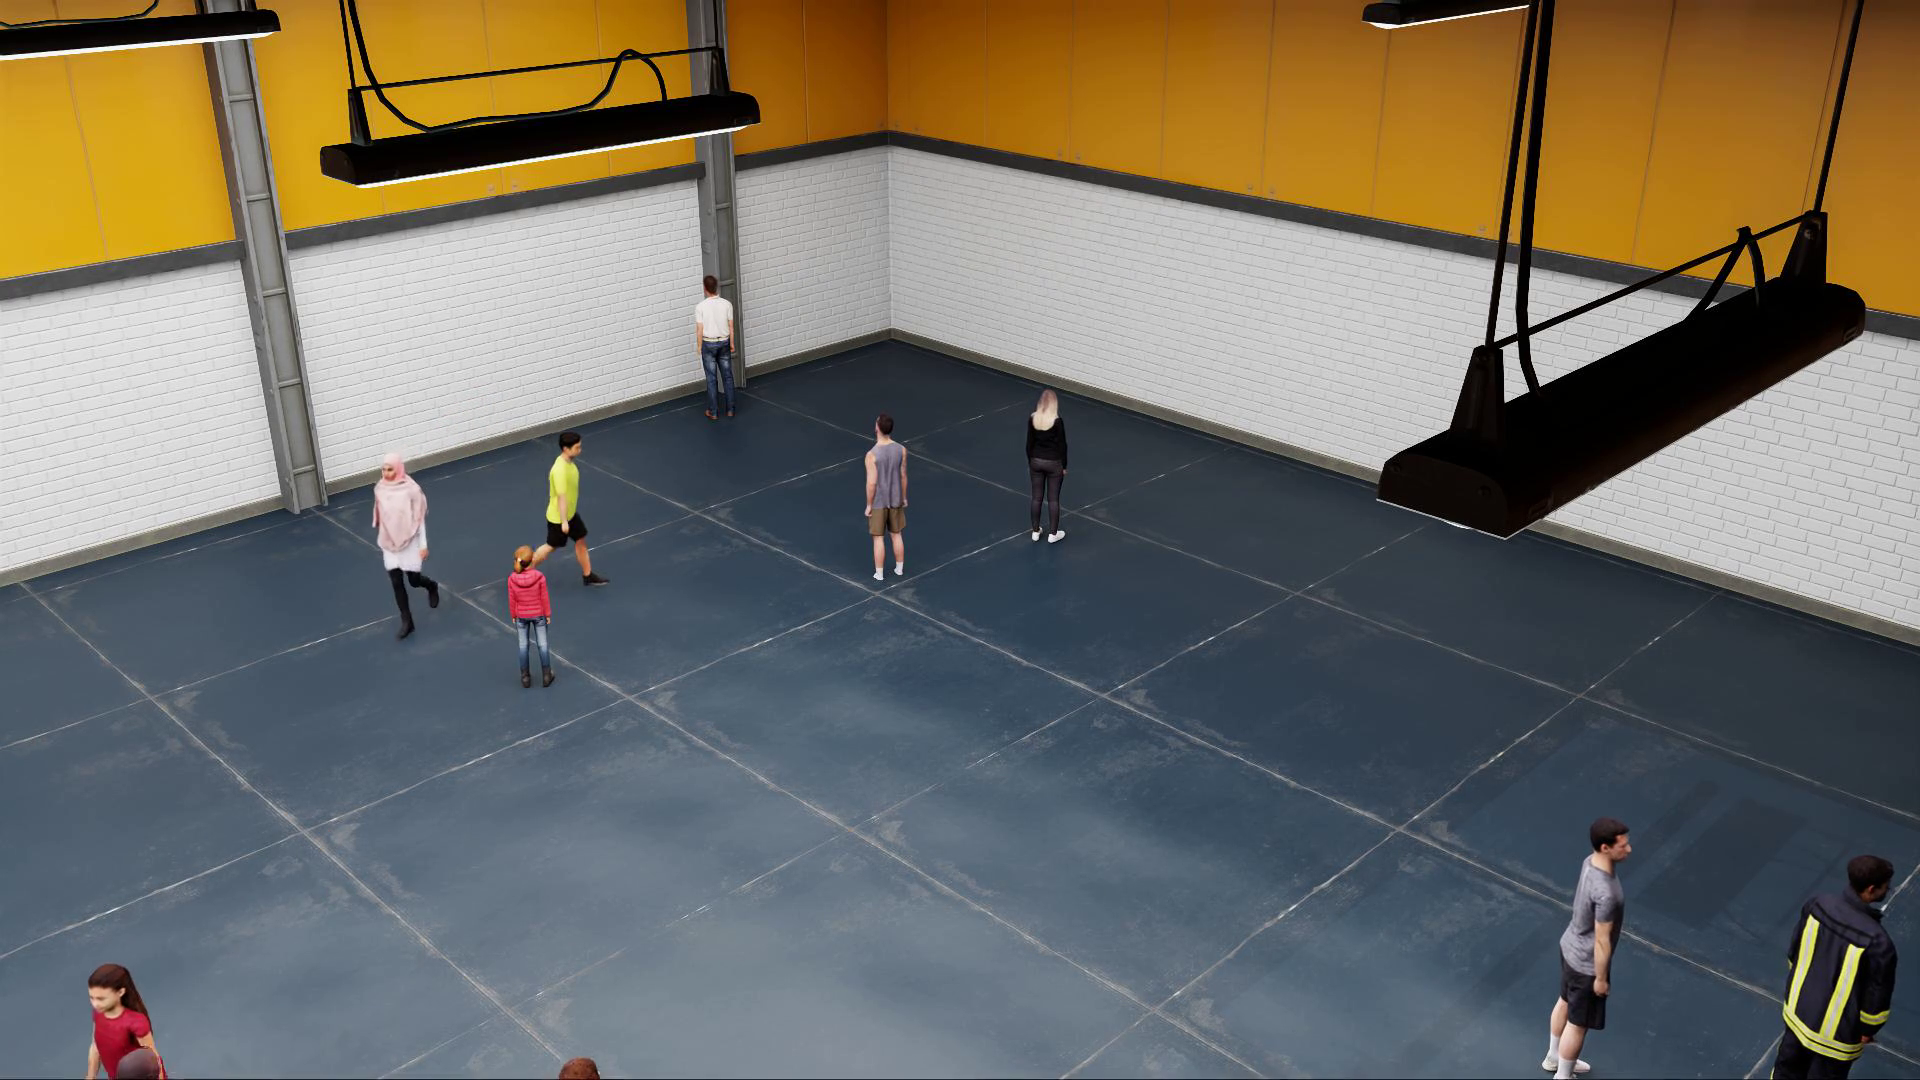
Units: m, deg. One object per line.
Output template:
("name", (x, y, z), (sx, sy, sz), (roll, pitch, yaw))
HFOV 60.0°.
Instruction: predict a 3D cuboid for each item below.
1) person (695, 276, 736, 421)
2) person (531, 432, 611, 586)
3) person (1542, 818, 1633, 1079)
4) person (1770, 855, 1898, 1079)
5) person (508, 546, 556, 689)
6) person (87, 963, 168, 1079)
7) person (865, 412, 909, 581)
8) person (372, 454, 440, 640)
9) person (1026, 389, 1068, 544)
("person", (-3.120, -2.473, 21.288), (0.631, 1.854, 0.796), (-11, 26, -23))
("person", (-4.034, -0.265, 16.494), (1.172, 1.649, 1.140), (1, 24, 1))
("person", (3.738, 2.482, 9.950), (0.801, 1.857, 0.696), (4, 24, 10))
("person", (4.982, 2.637, 9.512), (0.826, 1.924, 0.870), (-10, 25, -21))
("person", (-3.812, 0.678, 14.755), (0.573, 1.314, 0.644), (-2, 24, -5))
("person", (-4.541, 2.957, 9.289), (0.779, 1.516, 1.073), (11, 26, 24))
("person", (-0.759, -0.406, 16.825), (0.578, 1.846, 0.758), (-13, 27, -28))
("person", (-5.214, 0.016, 15.676), (0.930, 1.789, 1.036), (4, 24, 8))
("person", (0.913, -0.785, 17.640), (0.675, 1.684, 0.653), (10, 26, 22))
